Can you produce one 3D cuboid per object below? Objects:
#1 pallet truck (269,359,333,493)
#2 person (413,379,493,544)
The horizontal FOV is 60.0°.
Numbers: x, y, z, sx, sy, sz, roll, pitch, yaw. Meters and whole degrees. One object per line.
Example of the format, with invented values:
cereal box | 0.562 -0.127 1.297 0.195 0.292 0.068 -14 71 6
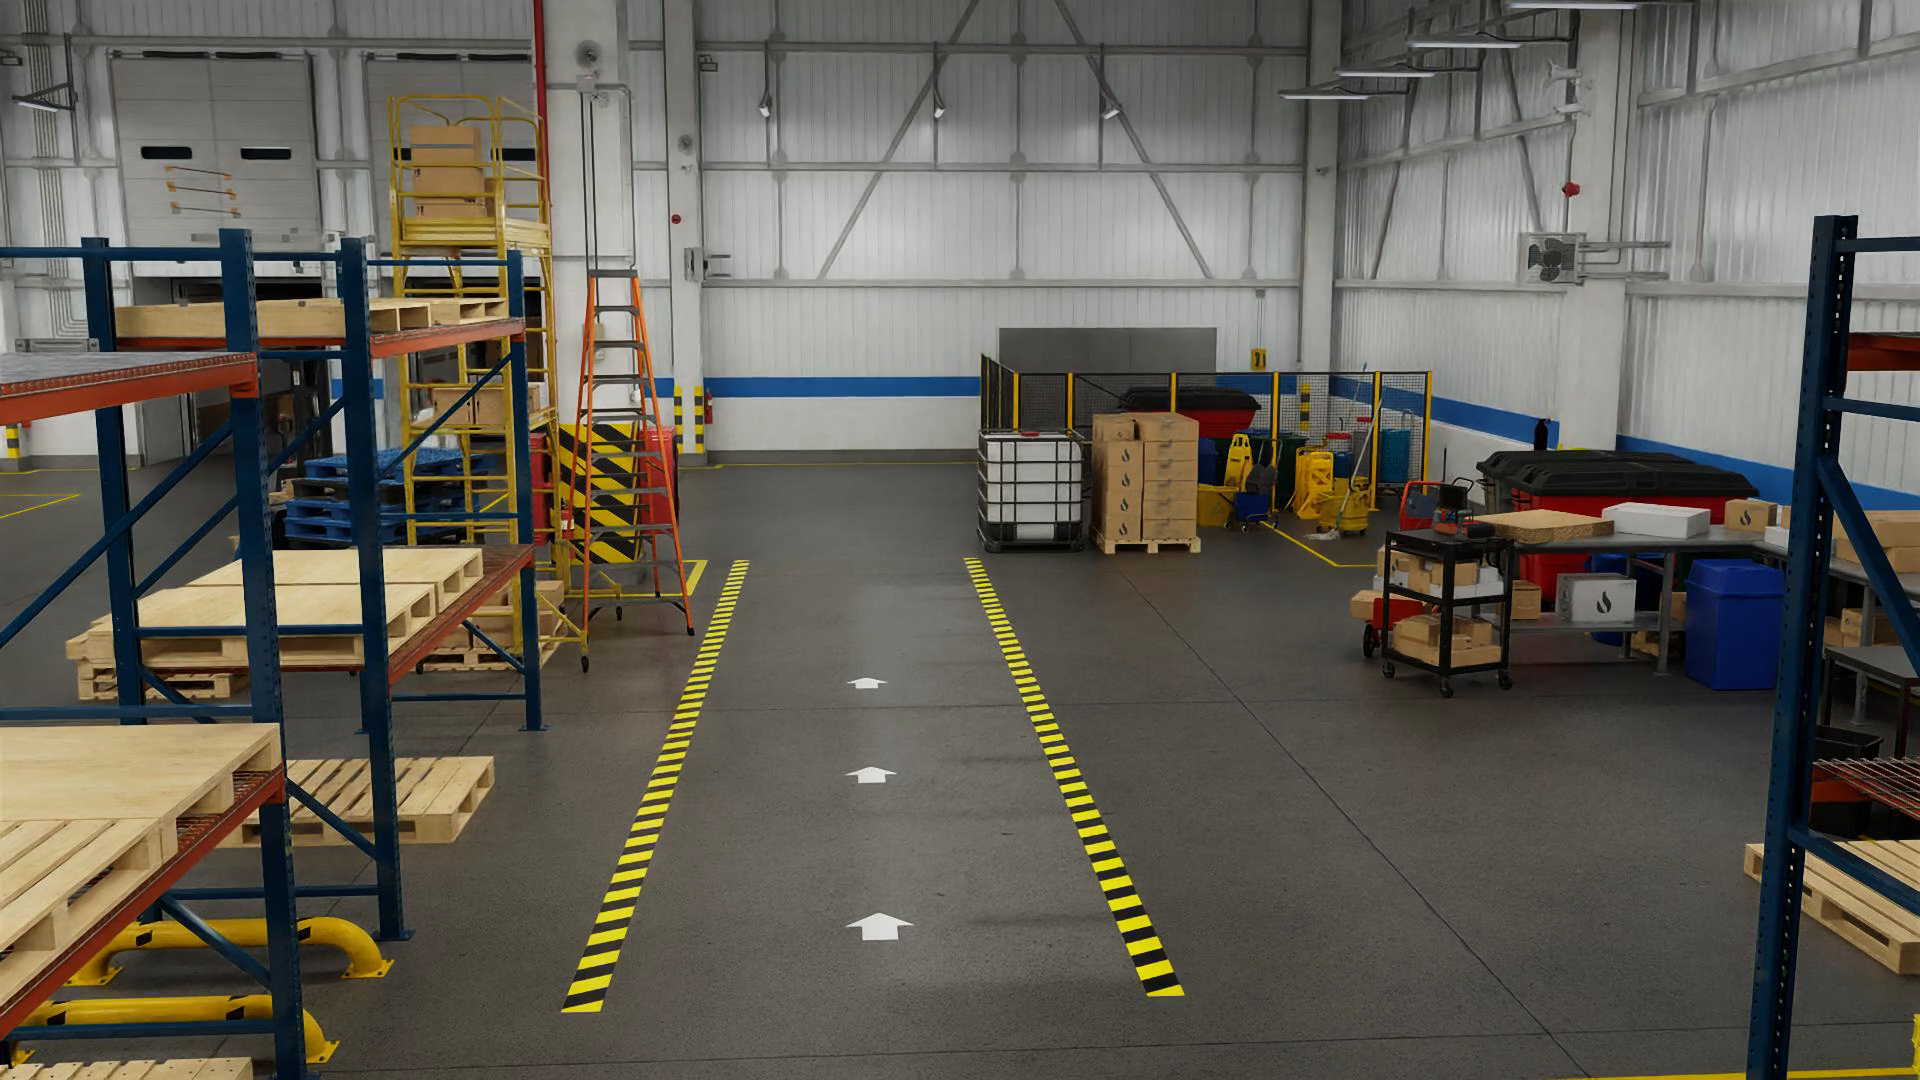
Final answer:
pallet truck | -7.062 -1.131 18.996 1.885 1.965 0.823 2 9 13
person | -5.106 -0.681 16.620 0.593 1.848 0.847 4 10 25
